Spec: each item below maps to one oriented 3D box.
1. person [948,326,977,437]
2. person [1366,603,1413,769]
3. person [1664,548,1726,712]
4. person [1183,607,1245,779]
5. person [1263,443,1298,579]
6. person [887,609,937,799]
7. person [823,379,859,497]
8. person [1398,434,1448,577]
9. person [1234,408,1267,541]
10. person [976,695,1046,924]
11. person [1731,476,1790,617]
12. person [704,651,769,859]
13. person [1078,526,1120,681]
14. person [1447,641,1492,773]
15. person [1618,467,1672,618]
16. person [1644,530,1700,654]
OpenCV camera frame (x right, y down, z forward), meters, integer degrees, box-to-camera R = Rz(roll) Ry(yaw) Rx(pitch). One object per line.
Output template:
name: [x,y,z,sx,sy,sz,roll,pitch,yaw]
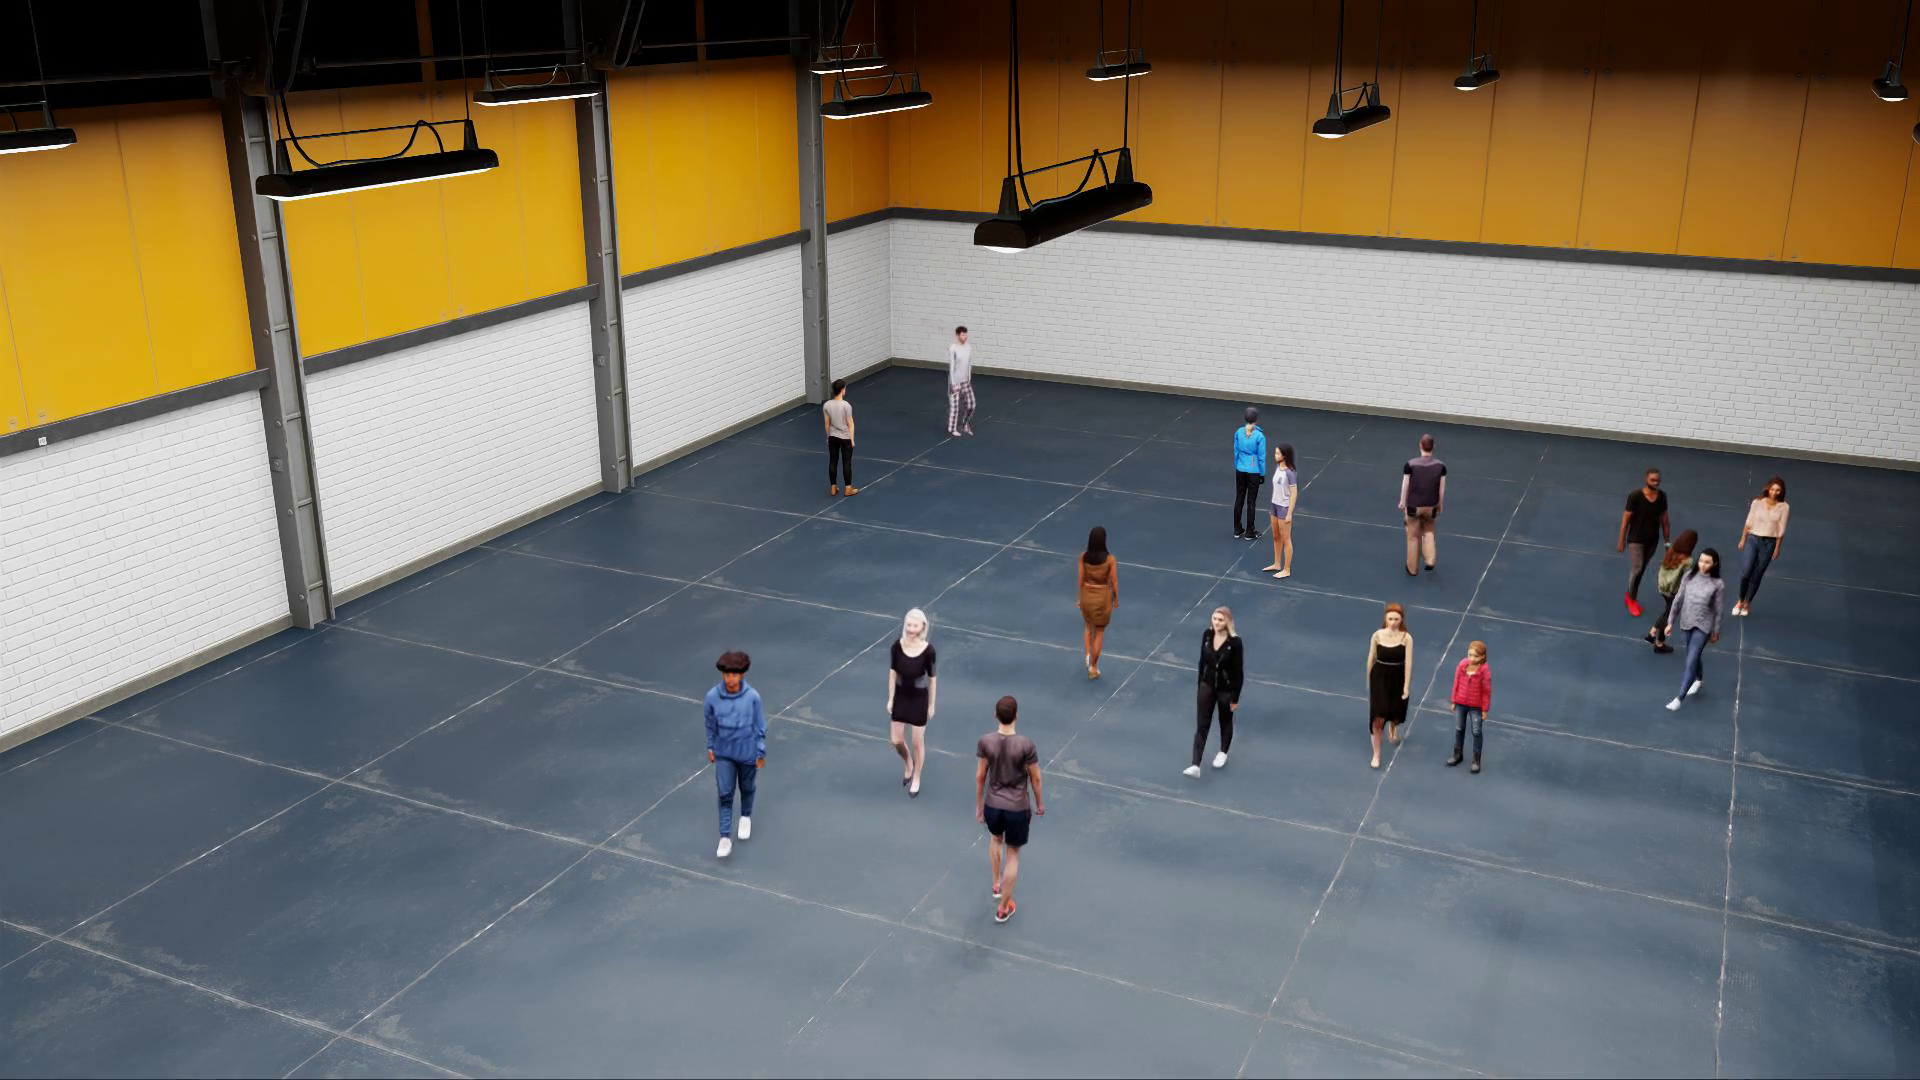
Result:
person: [-0.075,-2.623,27.364,0.809,1.836,0.870,-12,22,-31]
person: [4.116,1.351,15.926,0.642,1.606,0.885,6,20,18]
person: [7.634,0.894,17.170,1.261,1.678,0.983,-14,23,-36]
person: [2.488,1.403,15.692,0.701,1.656,1.051,11,21,29]
person: [4.053,-0.387,20.893,0.704,1.731,0.642,-6,20,-18]
person: [-0.422,1.465,15.252,0.692,1.820,0.716,3,19,9]
person: [-1.751,-1.491,24.199,0.616,1.712,0.538,7,20,19]
person: [5.784,-0.402,20.786,0.791,1.827,0.805,0,19,1]
person: [3.869,-0.899,22.302,0.673,1.800,0.617,16,24,39]
person: [0.351,2.164,13.160,0.715,1.831,0.852,7,20,19]
person: [9.408,0.057,19.528,0.611,1.760,0.601,12,22,31]
person: [-1.923,1.775,14.394,0.978,1.780,1.146,-1,19,-1]
person: [1.434,0.702,17.752,0.550,1.671,0.605,8,20,23]
person: [4.849,1.556,15.778,0.565,1.311,0.561,15,24,37]
person: [8.050,-0.030,19.741,0.855,1.787,0.911,-5,19,-15]
person: [7.843,0.587,18.427,0.785,1.458,0.701,-4,19,-12]
